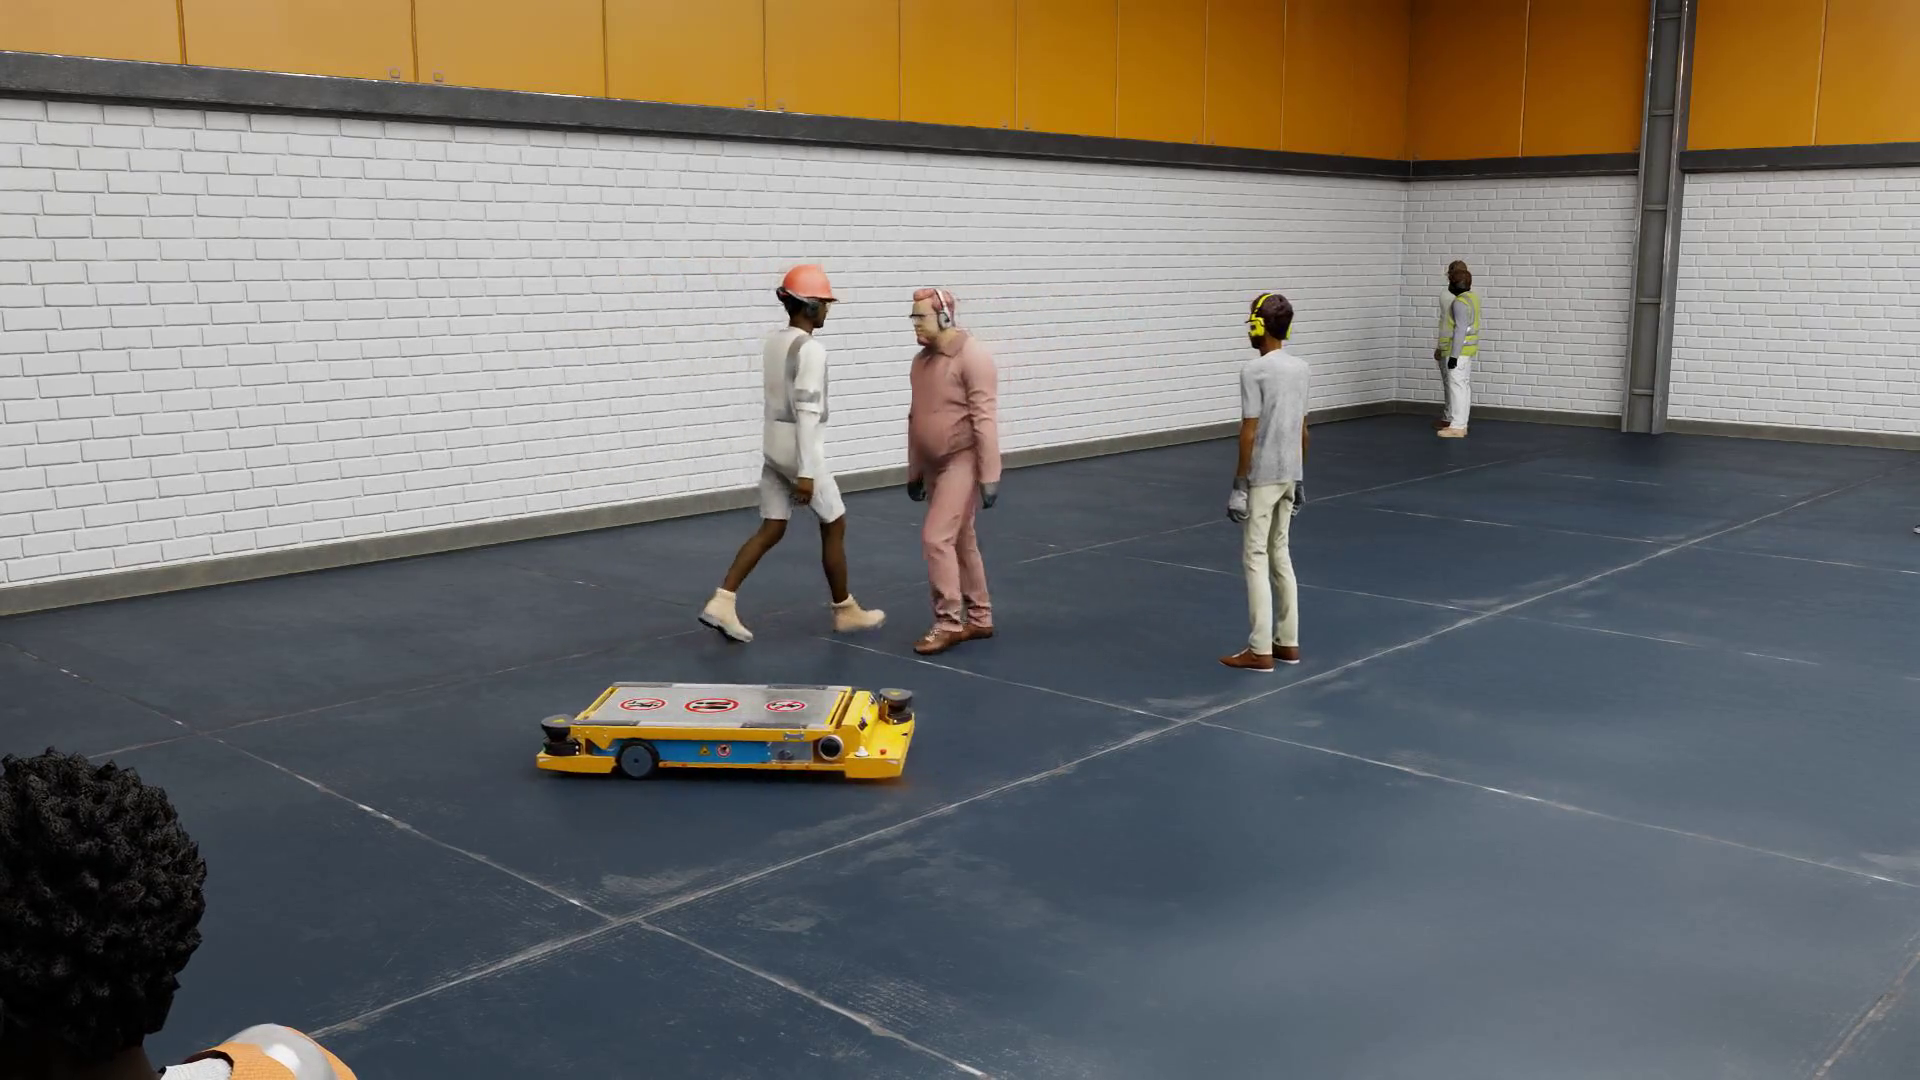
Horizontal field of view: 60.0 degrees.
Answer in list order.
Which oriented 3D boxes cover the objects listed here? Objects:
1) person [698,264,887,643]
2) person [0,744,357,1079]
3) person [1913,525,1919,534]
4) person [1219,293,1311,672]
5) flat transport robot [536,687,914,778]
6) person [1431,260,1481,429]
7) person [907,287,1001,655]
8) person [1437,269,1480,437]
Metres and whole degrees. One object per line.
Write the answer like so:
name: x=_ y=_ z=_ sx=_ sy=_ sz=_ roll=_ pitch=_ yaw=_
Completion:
person: x=-0.914 y=-0.448 z=8.771 sx=1.025 sy=2.006 sz=0.620 roll=-6 pitch=12 yaw=-31
person: x=-0.672 y=0.998 z=1.397 sx=0.320 sy=1.694 sz=0.532 roll=3 pitch=10 yaw=17
person: x=7.135 y=-0.907 z=11.868 sx=0.403 sy=1.826 sz=0.595 roll=-2 pitch=10 yaw=-11
person: x=1.510 y=-0.276 z=8.187 sx=0.530 sy=1.860 sz=0.342 roll=-9 pitch=14 yaw=-43
flat transport robot: x=-0.925 y=0.763 z=6.770 sx=1.431 sy=0.197 sz=0.652 roll=1 pitch=10 yaw=3
person: x=5.686 y=-2.233 z=19.086 sx=0.638 sy=1.936 sz=0.356 roll=-7 pitch=12 yaw=-34
person: x=-0.084 y=-0.355 z=8.578 sx=0.708 sy=1.873 sz=0.660 roll=-6 pitch=11 yaw=-29
person: x=5.485 y=-2.054 z=18.341 sx=0.429 sy=1.842 sz=0.636 roll=5 pitch=11 yaw=27
